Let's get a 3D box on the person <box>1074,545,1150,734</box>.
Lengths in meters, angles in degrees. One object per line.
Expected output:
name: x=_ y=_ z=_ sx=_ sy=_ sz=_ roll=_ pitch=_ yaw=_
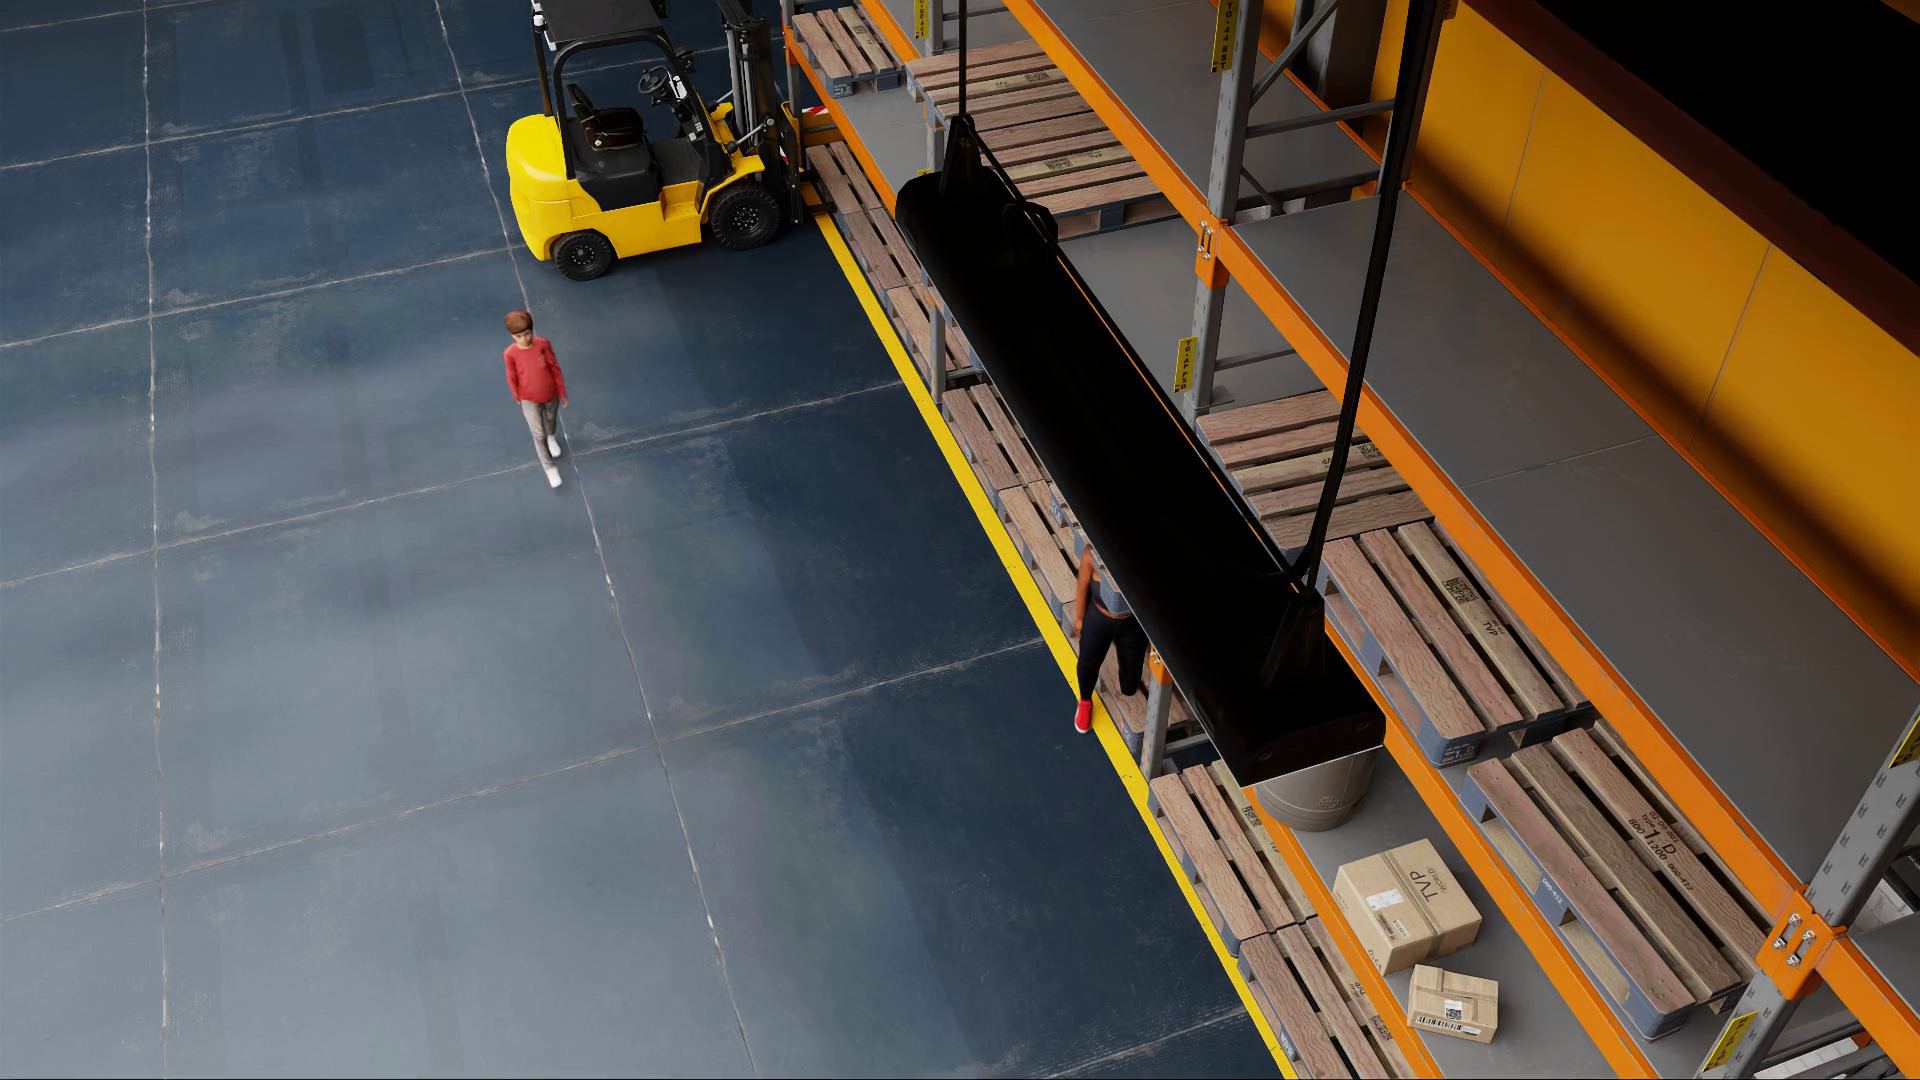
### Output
person: x=0.953 y=0.480 z=10.197 sx=0.743 sy=1.816 sz=0.738 roll=1 pitch=44 yaw=1

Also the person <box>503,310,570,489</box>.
person: x=-3.100 y=-1.119 z=12.190 sx=0.608 sy=1.383 sz=0.948 roll=-20 pitch=47 yaw=-20
